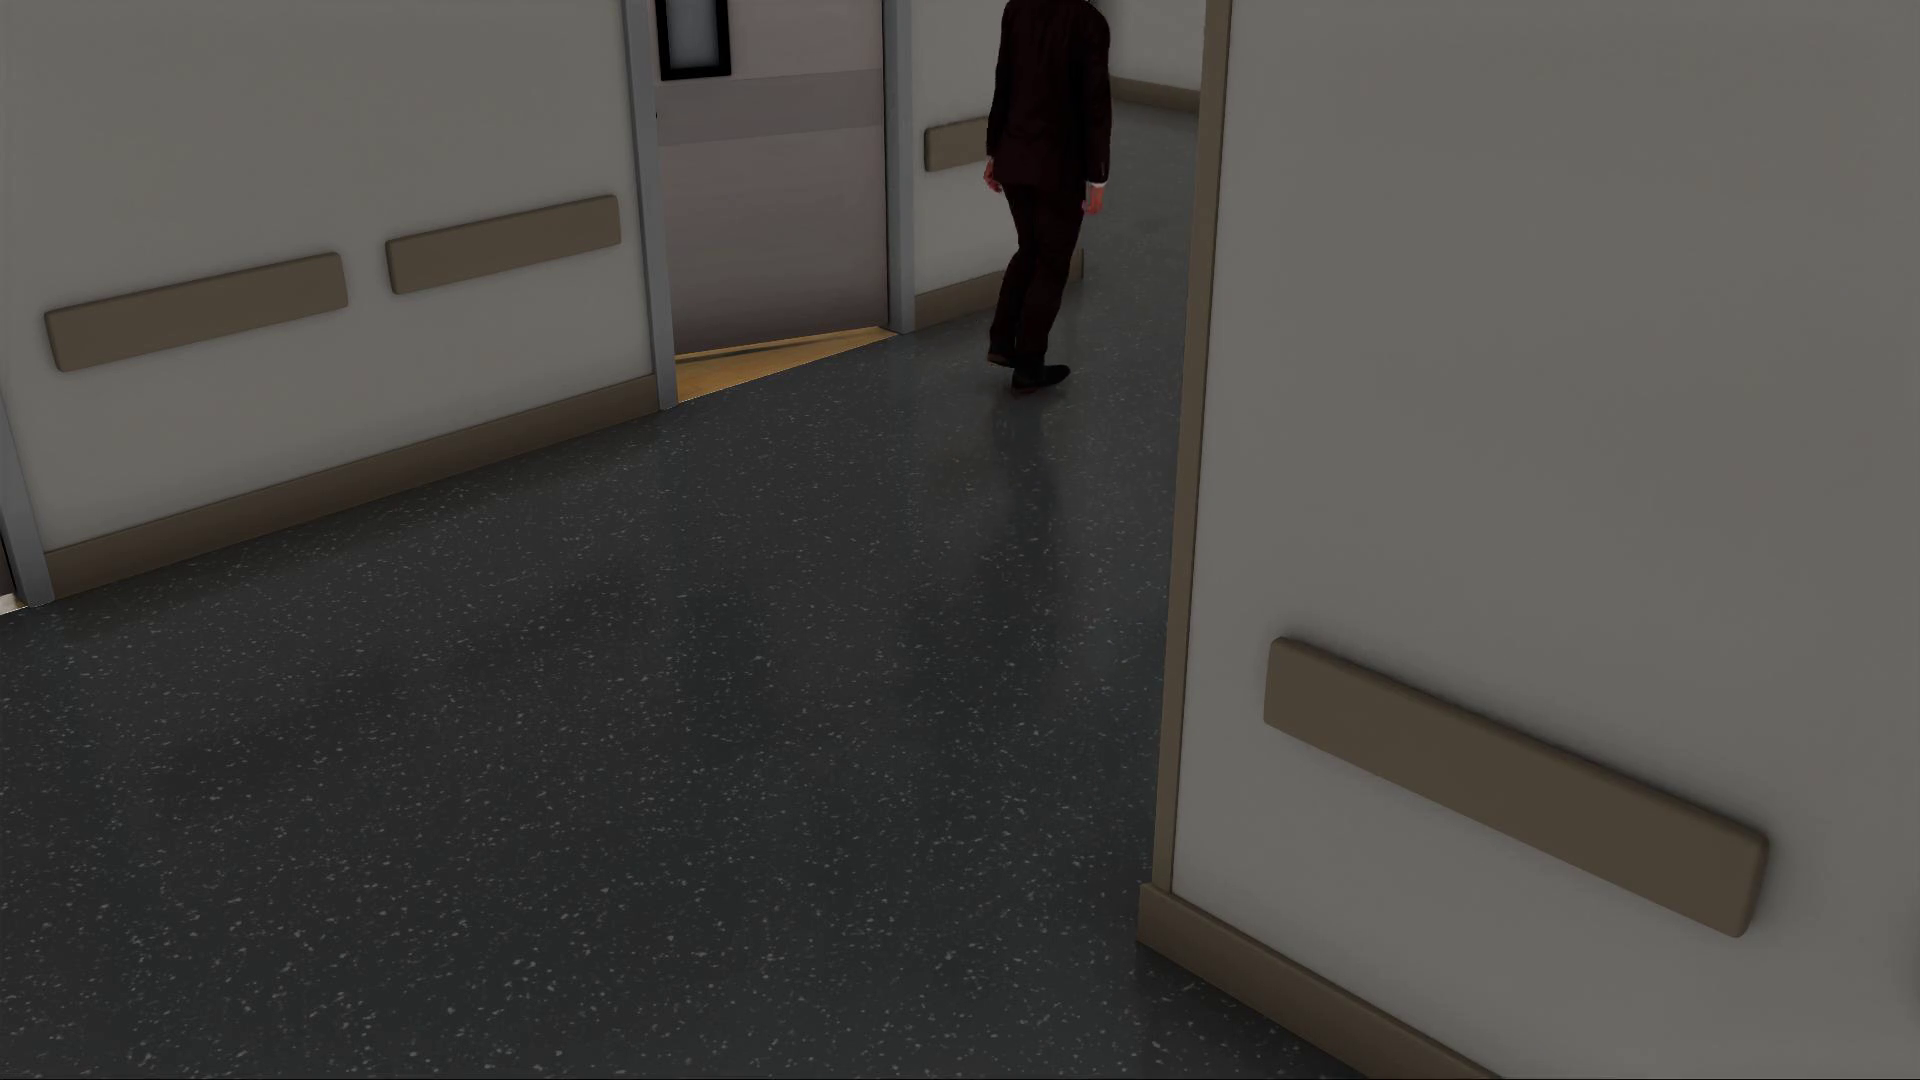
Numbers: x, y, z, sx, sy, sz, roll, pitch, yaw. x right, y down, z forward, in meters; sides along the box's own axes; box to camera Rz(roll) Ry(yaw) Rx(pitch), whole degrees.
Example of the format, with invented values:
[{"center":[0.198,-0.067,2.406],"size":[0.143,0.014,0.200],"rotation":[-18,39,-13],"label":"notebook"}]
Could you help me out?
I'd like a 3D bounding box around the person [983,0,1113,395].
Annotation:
[{"center":[0.289,-1.455,6.524],"size":[0.706,1.840,0.666],"rotation":[21,33,36],"label":"person"}]
